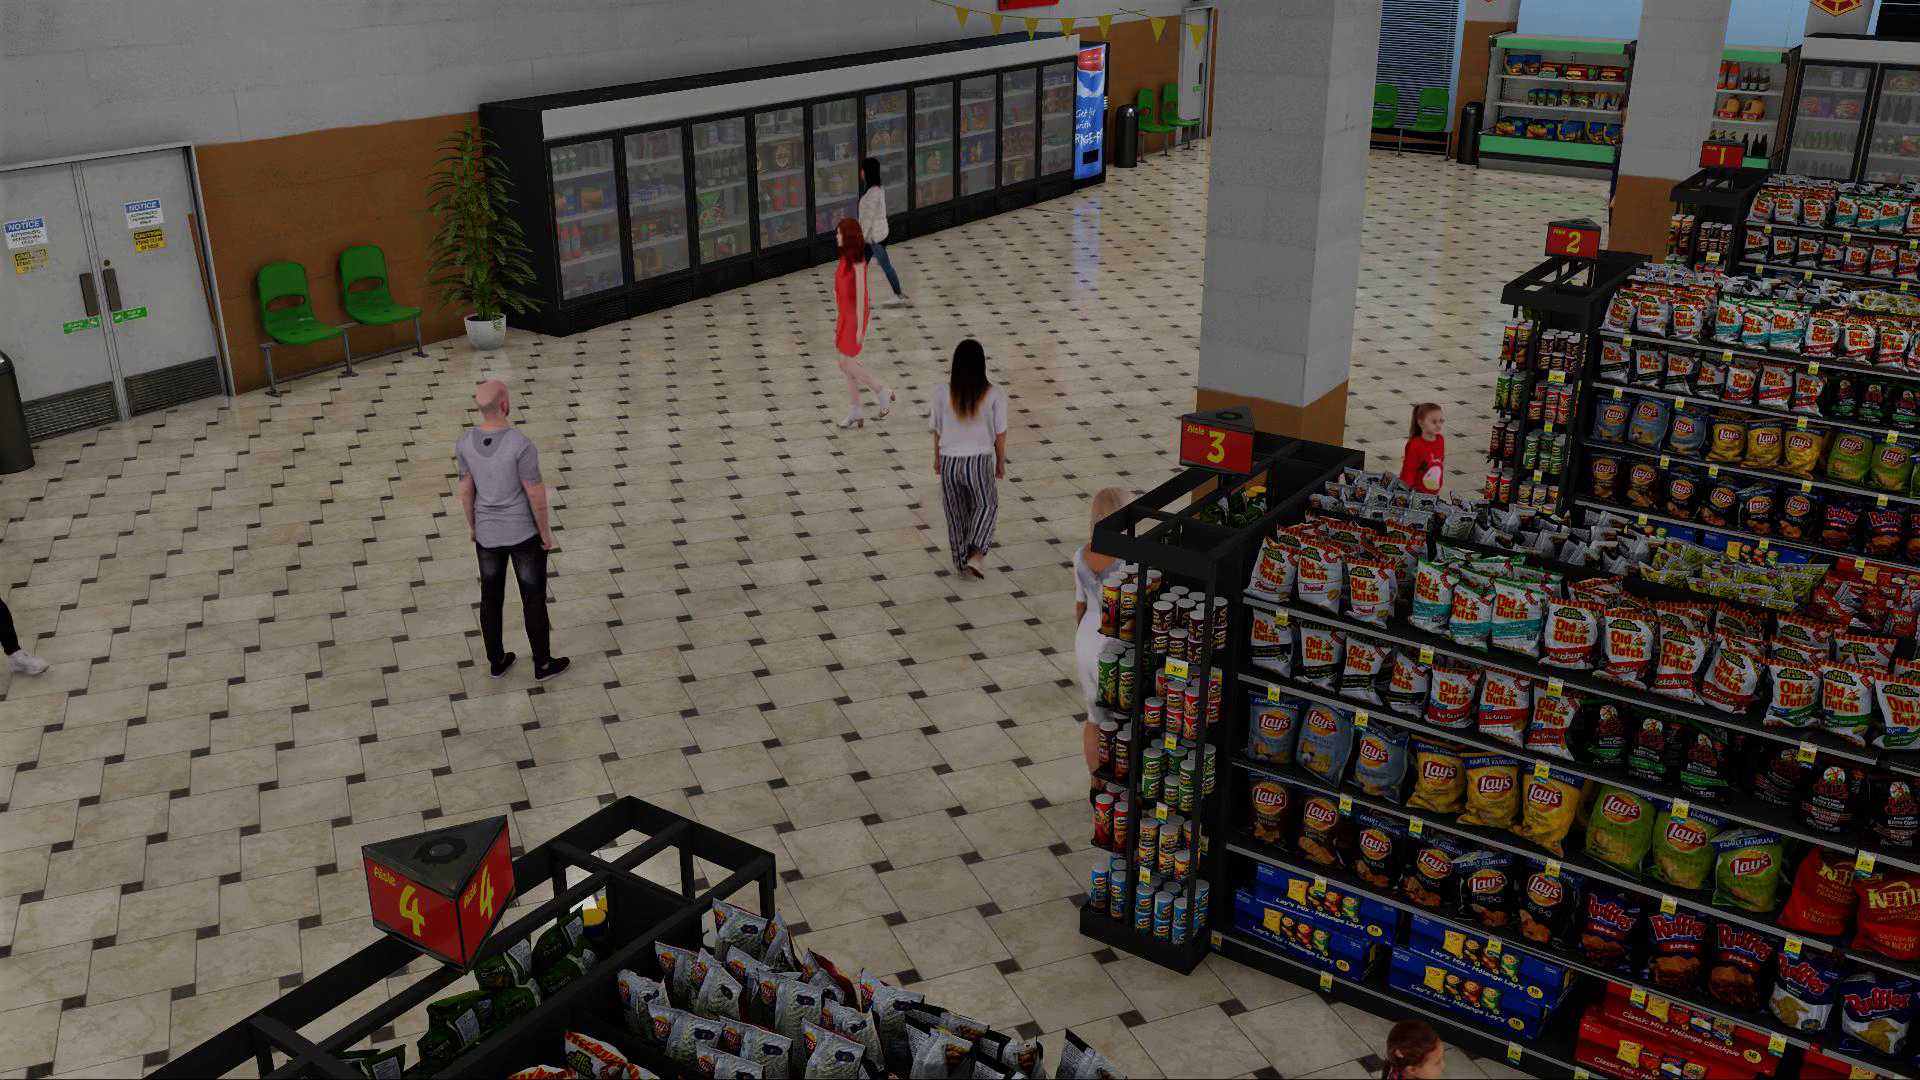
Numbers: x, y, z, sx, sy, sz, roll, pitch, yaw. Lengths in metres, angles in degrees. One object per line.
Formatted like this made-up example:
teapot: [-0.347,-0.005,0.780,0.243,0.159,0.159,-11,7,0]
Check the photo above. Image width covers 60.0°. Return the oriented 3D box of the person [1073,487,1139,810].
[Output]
person: [0.700,0.598,8.198,0.490,1.738,0.656,17,27,35]

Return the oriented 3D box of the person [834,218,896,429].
person: [-0.823,-1.815,14.101,0.874,1.813,0.829,-8,23,-18]

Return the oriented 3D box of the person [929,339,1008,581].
person: [0.031,-0.483,10.986,0.862,1.665,0.907,3,22,8]

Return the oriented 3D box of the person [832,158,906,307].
person: [-0.848,-3.318,18.132,1.137,1.597,1.014,-1,22,-2]

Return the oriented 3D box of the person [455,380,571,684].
person: [-2.630,-0.052,9.681,0.661,1.838,0.810,5,22,12]

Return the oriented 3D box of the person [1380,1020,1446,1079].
person: [1.478,2.038,5.576,0.502,1.021,0.480,7,23,16]

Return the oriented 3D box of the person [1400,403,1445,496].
person: [3.012,-0.305,11.080,0.714,1.263,0.971,-14,26,-31]
